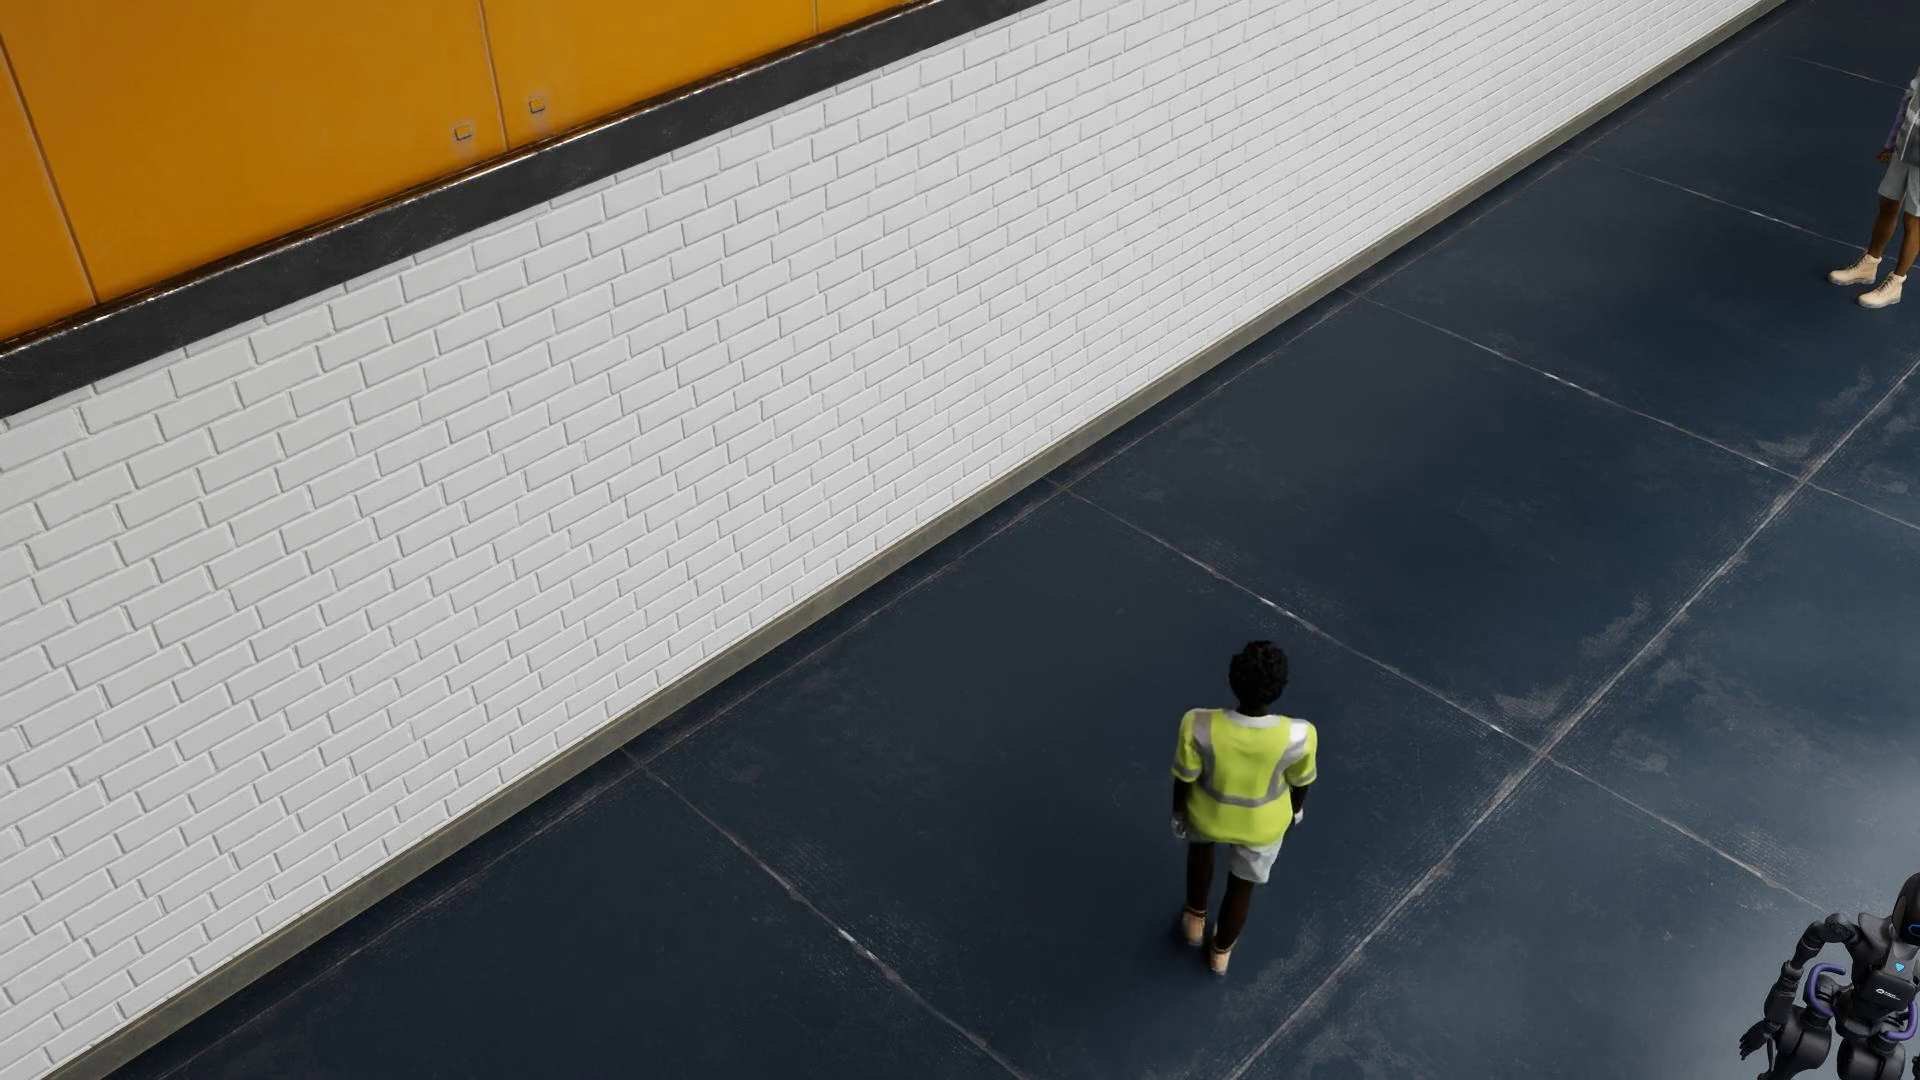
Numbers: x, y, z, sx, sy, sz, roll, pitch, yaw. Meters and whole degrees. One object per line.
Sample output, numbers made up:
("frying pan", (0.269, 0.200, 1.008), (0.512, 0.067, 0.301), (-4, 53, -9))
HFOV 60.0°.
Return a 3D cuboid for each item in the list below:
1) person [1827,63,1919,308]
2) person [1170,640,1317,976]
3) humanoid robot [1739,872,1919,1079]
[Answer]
("person", (6.079, -2.444, 10.557), (0.389, 2.040, 0.613), (-7, 39, -9))
("person", (1.088, 1.039, 6.484), (0.543, 1.675, 0.436), (9, 39, 11))
("humanoid robot", (3.020, 1.701, 5.654), (0.599, 1.657, 0.315), (17, 42, 20))
